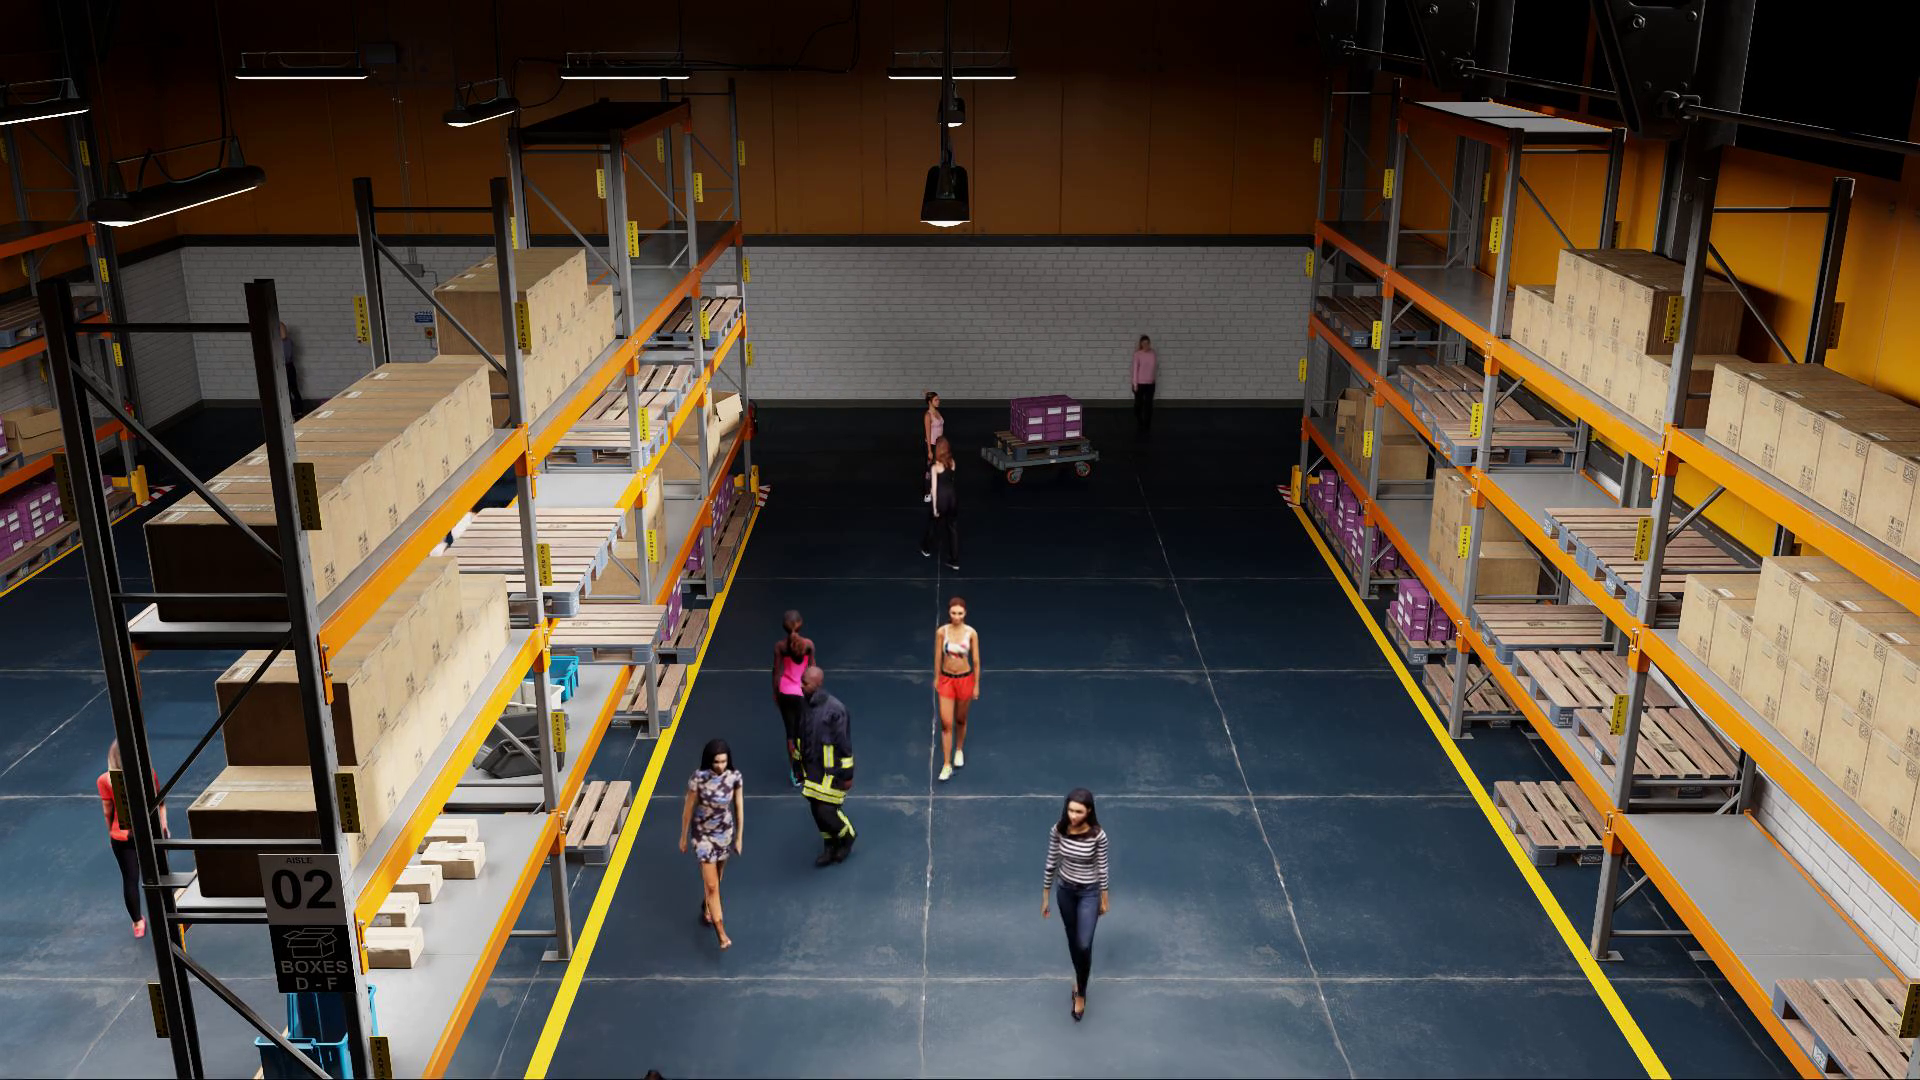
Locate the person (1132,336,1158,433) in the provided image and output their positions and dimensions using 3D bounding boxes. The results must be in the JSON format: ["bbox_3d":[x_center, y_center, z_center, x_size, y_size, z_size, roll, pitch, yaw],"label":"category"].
[{"bbox_3d":[3.100,-2.648,28.032,0.714,1.625,1.102,-5,19,-15],"label":"person"}]

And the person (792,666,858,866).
[{"bbox_3d":[-1.104,1.899,14.251,0.956,1.803,1.009,12,22,32],"label":"person"}]

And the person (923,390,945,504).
[{"bbox_3d":[-0.404,-1.374,24.226,0.702,1.641,0.598,8,20,23],"label":"person"}]

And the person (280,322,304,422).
[{"bbox_3d":[-11.610,-2.913,28.667,0.696,1.722,0.548,6,19,16],"label":"person"}]

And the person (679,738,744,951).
[{"bbox_3d":[-1.969,2.321,13.181,0.965,1.687,1.204,-7,20,-20],"label":"person"}]

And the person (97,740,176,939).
[{"bbox_3d":[-6.489,2.332,13.136,0.652,1.694,0.629,-6,19,-17],"label":"person"}]

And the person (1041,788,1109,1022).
[{"bbox_3d":[0.888,2.597,12.225,0.743,1.773,0.844,7,20,20],"label":"person"}]

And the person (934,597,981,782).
[{"bbox_3d":[-0.021,1.350,15.940,0.656,1.766,0.917,2,19,5],"label":"person"}]

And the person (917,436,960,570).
[{"bbox_3d":[-0.141,-0.447,21.378,0.957,1.702,1.149,-12,22,-31],"label":"person"}]

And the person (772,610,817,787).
[{"bbox_3d":[-1.530,1.503,15.575,0.642,1.708,0.672,-3,19,-10],"label":"person"}]
